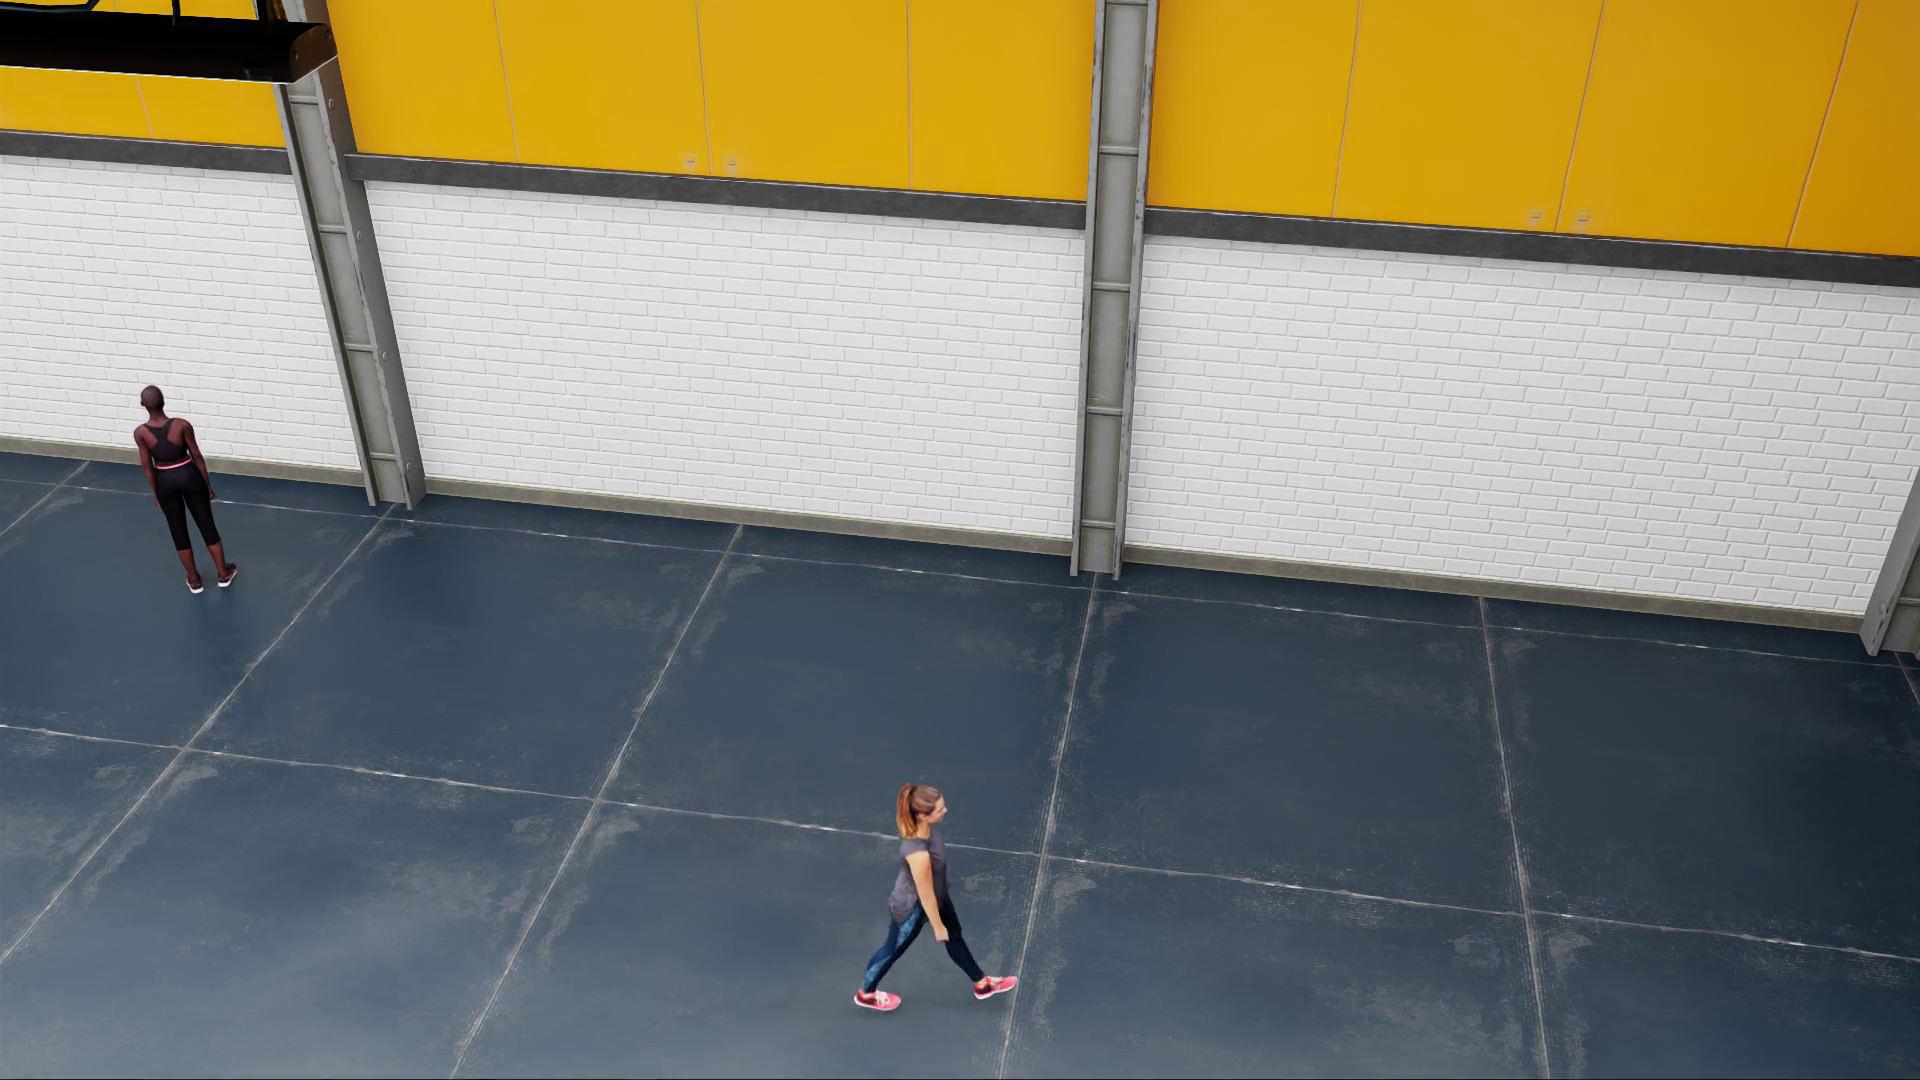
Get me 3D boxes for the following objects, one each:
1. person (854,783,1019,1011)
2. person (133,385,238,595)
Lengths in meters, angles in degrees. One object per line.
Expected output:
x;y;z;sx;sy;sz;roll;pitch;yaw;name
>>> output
-0.320;2.027;9.144;1.205;1.667;0.733;-1;34;-1;person
-5.960;-0.395;12.706;0.628;1.758;0.726;-12;35;-17;person
